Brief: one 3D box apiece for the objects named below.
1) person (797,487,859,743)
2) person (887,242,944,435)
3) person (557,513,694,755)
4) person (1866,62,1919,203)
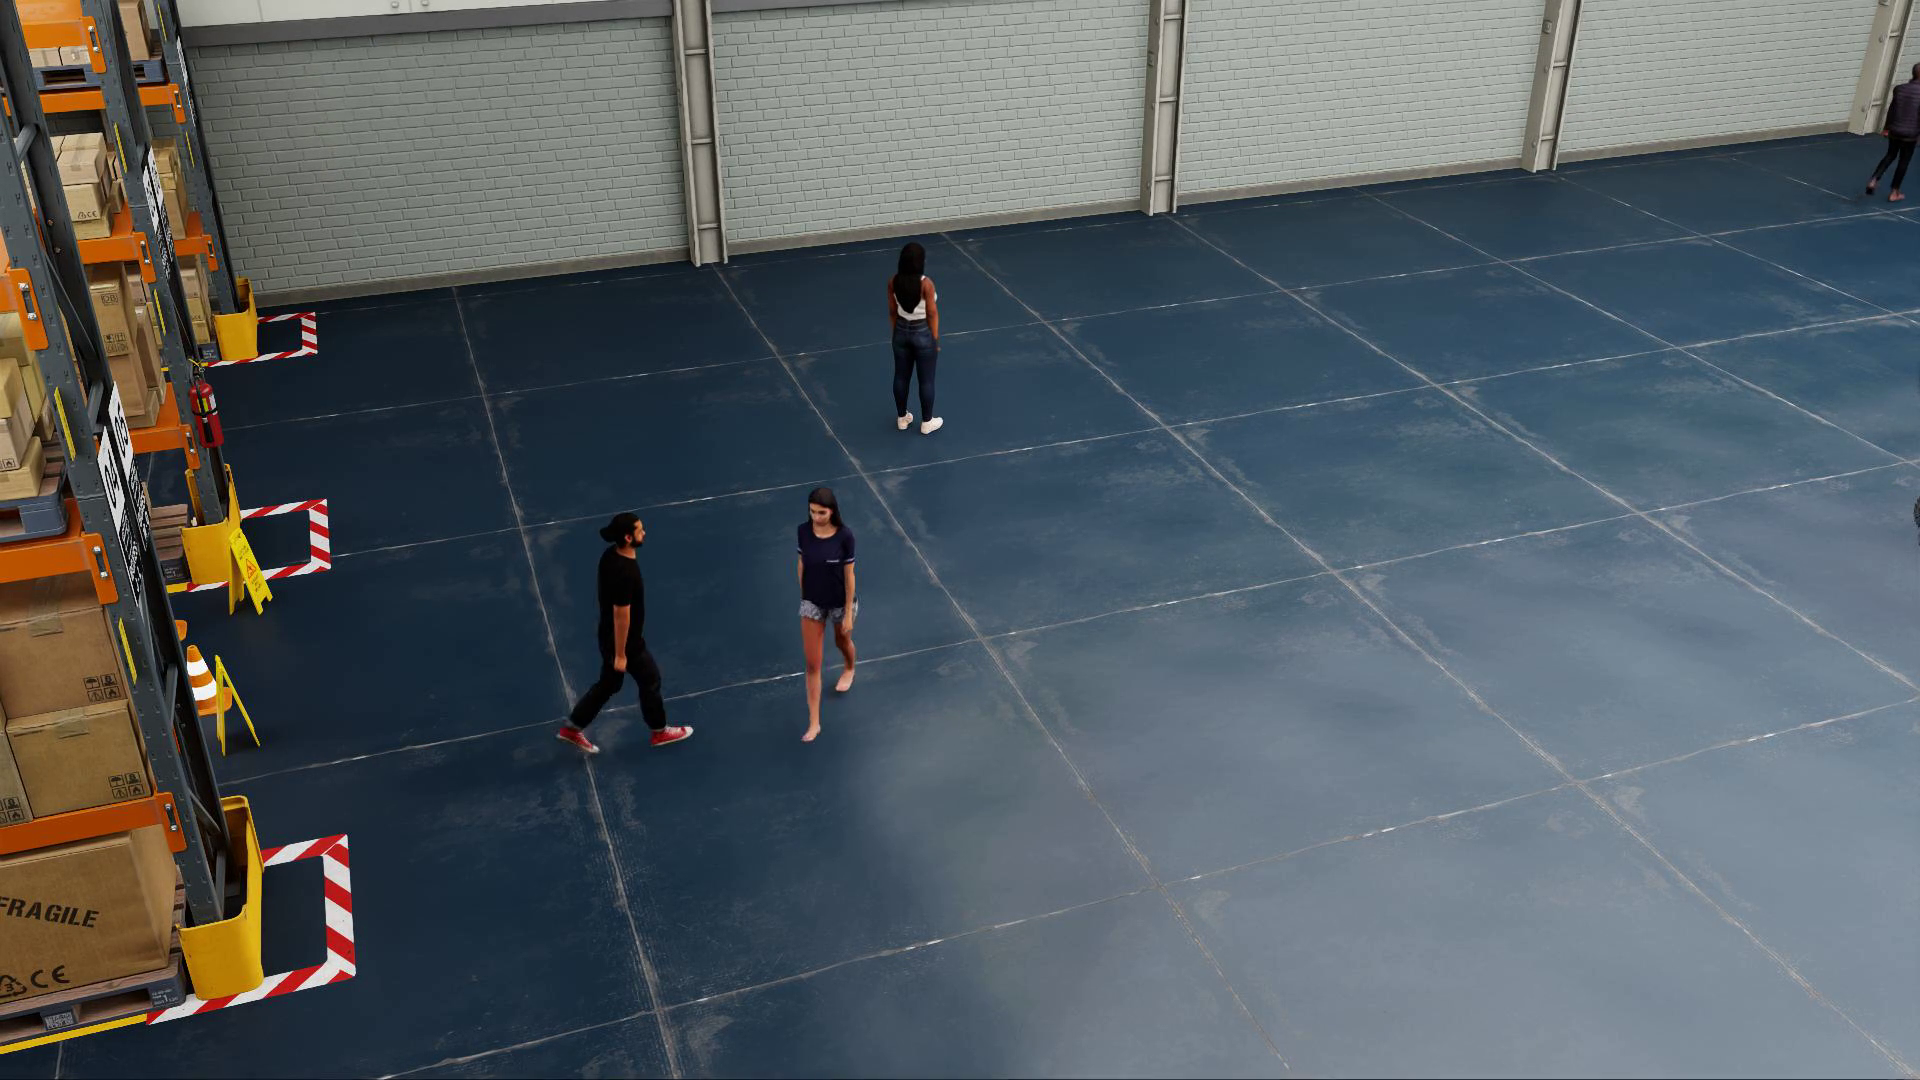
[{"bbox_3d":[-0.843,0.411,11.168,1.154,1.711,1.043,6,29,12],"label":"person"},{"bbox_3d":[-0.422,-1.865,15.337,0.747,1.809,0.805,13,31,23],"label":"person"},{"bbox_3d":[-2.262,0.658,10.696,1.095,1.718,0.659,-10,30,-18],"label":"person"},{"bbox_3d":[12.350,-5.334,21.831,0.900,1.827,0.781,-14,31,-24],"label":"person"}]
